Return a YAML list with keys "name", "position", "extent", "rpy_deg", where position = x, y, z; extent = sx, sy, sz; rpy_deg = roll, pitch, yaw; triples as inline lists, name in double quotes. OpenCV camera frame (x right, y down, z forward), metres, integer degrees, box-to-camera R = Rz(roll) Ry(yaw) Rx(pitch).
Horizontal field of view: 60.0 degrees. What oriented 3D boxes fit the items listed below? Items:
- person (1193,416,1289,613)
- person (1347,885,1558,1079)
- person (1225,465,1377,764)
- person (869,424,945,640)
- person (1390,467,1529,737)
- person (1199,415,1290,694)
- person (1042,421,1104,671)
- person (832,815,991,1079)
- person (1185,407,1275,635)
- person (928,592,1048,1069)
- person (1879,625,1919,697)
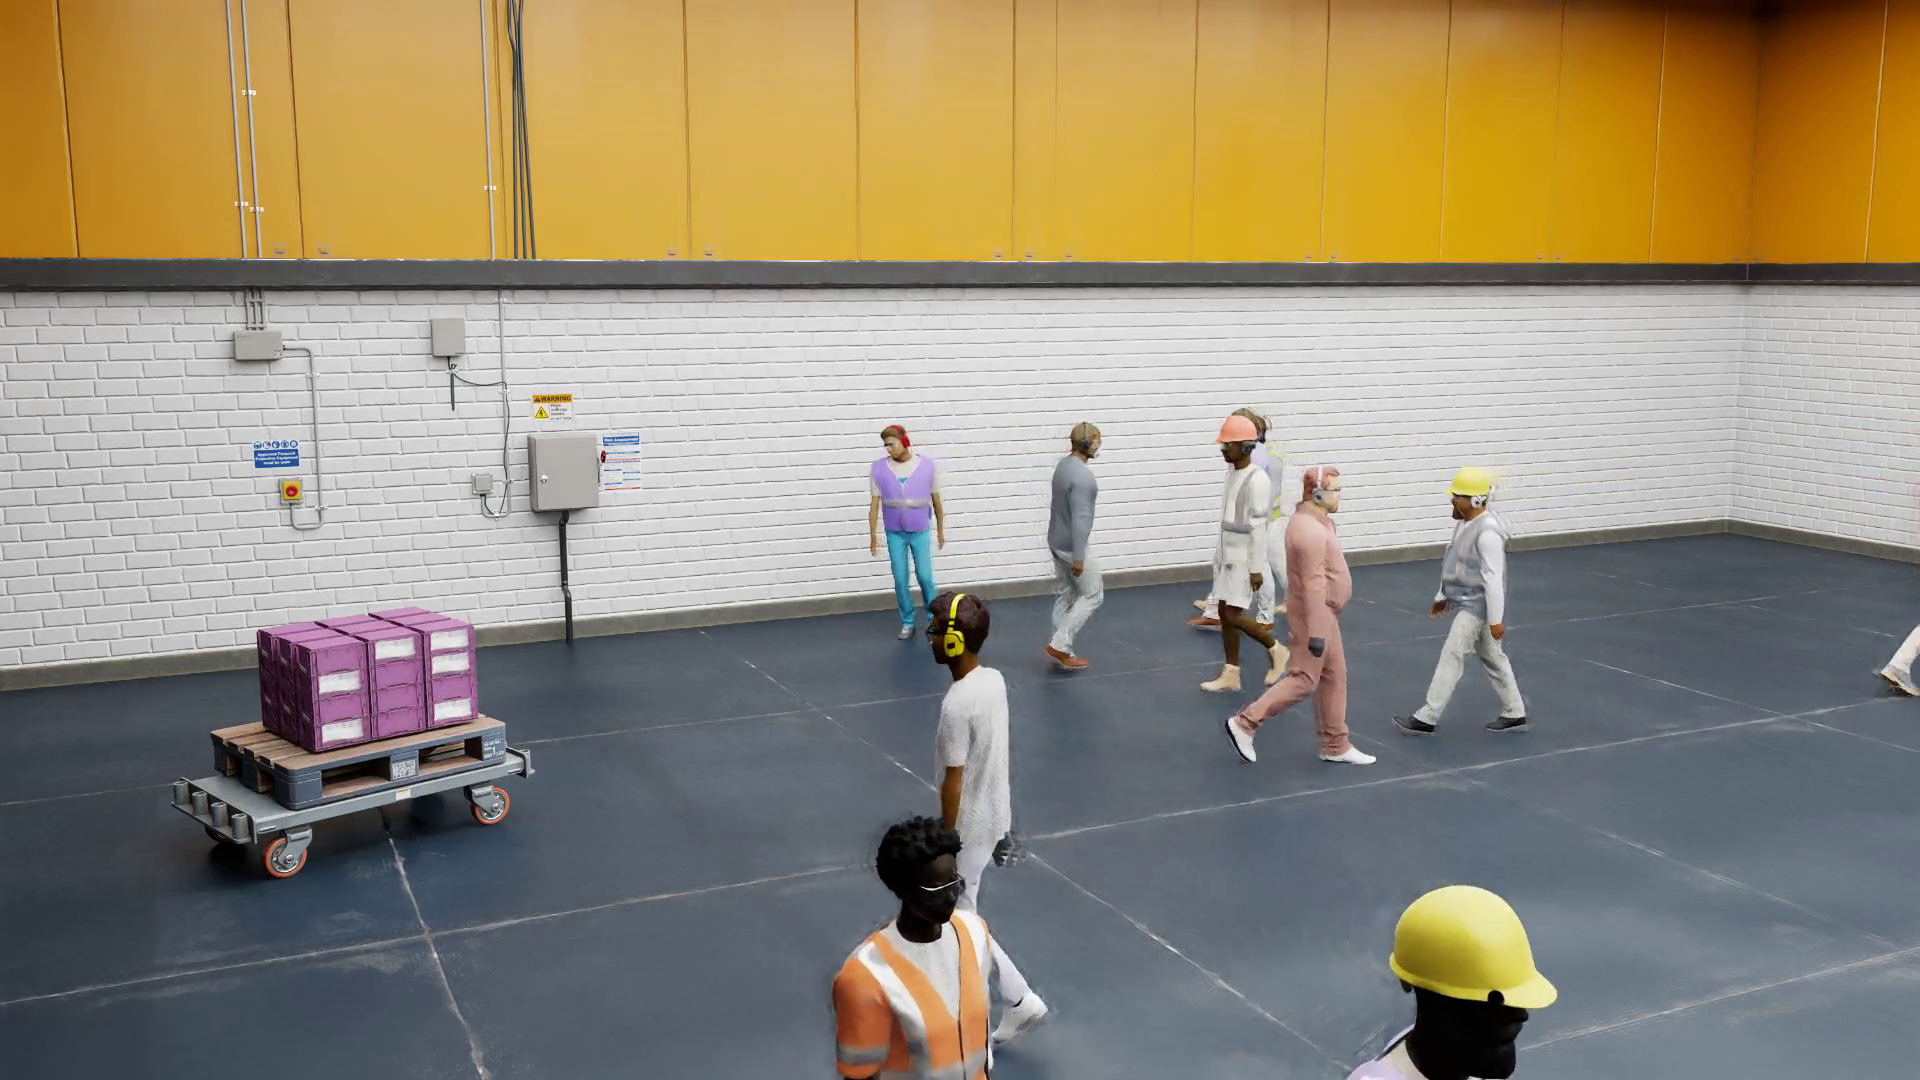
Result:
- name: "person"
  position: [2.621, -0.211, 14.704]
  extent: [0.998, 1.790, 0.623]
  rpy_deg: [-3, 10, -18]
- name: "person"
  position: [0.933, 1.582, 3.151]
  extent: [0.785, 1.902, 0.588]
  rpy_deg: [8, 12, 40]
- name: "person"
  position: [2.106, 0.470, 10.173]
  extent: [0.867, 1.877, 0.653]
  rpy_deg: [2, 9, 11]
- name: "person"
  position: [-0.445, -0.058, 13.644]
  extent: [0.594, 1.804, 0.474]
  rpy_deg: [1, 9, 5]
- name: "person"
  position: [3.331, 0.409, 10.848]
  extent: [0.919, 1.786, 0.598]
  rpy_deg: [1, 9, 7]
- name: "person"
  position: [2.054, 0.117, 11.894]
  extent: [0.587, 2.024, 0.627]
  rpy_deg: [-2, 9, -12]
- name: "person"
  position: [0.871, 0.064, 12.544]
  extent: [0.418, 1.919, 0.666]
  rpy_deg: [-2, 9, -13]
- name: "person"
  position: [-0.153, 1.507, 4.364]
  extent: [0.727, 1.674, 0.538]
  rpy_deg: [8, 12, 41]
- name: "person"
  position: [2.265, -0.138, 13.819]
  extent: [0.858, 1.906, 0.652]
  rpy_deg: [-1, 9, -6]
- name: "person"
  position: [0.028, 1.113, 6.252]
  extent: [0.425, 1.857, 0.509]
  rpy_deg: [2, 9, 14]
- name: "person"
  position: [7.066, 0.178, 11.732]
  extent: [0.963, 1.962, 0.624]
  rpy_deg: [0, 9, -2]
